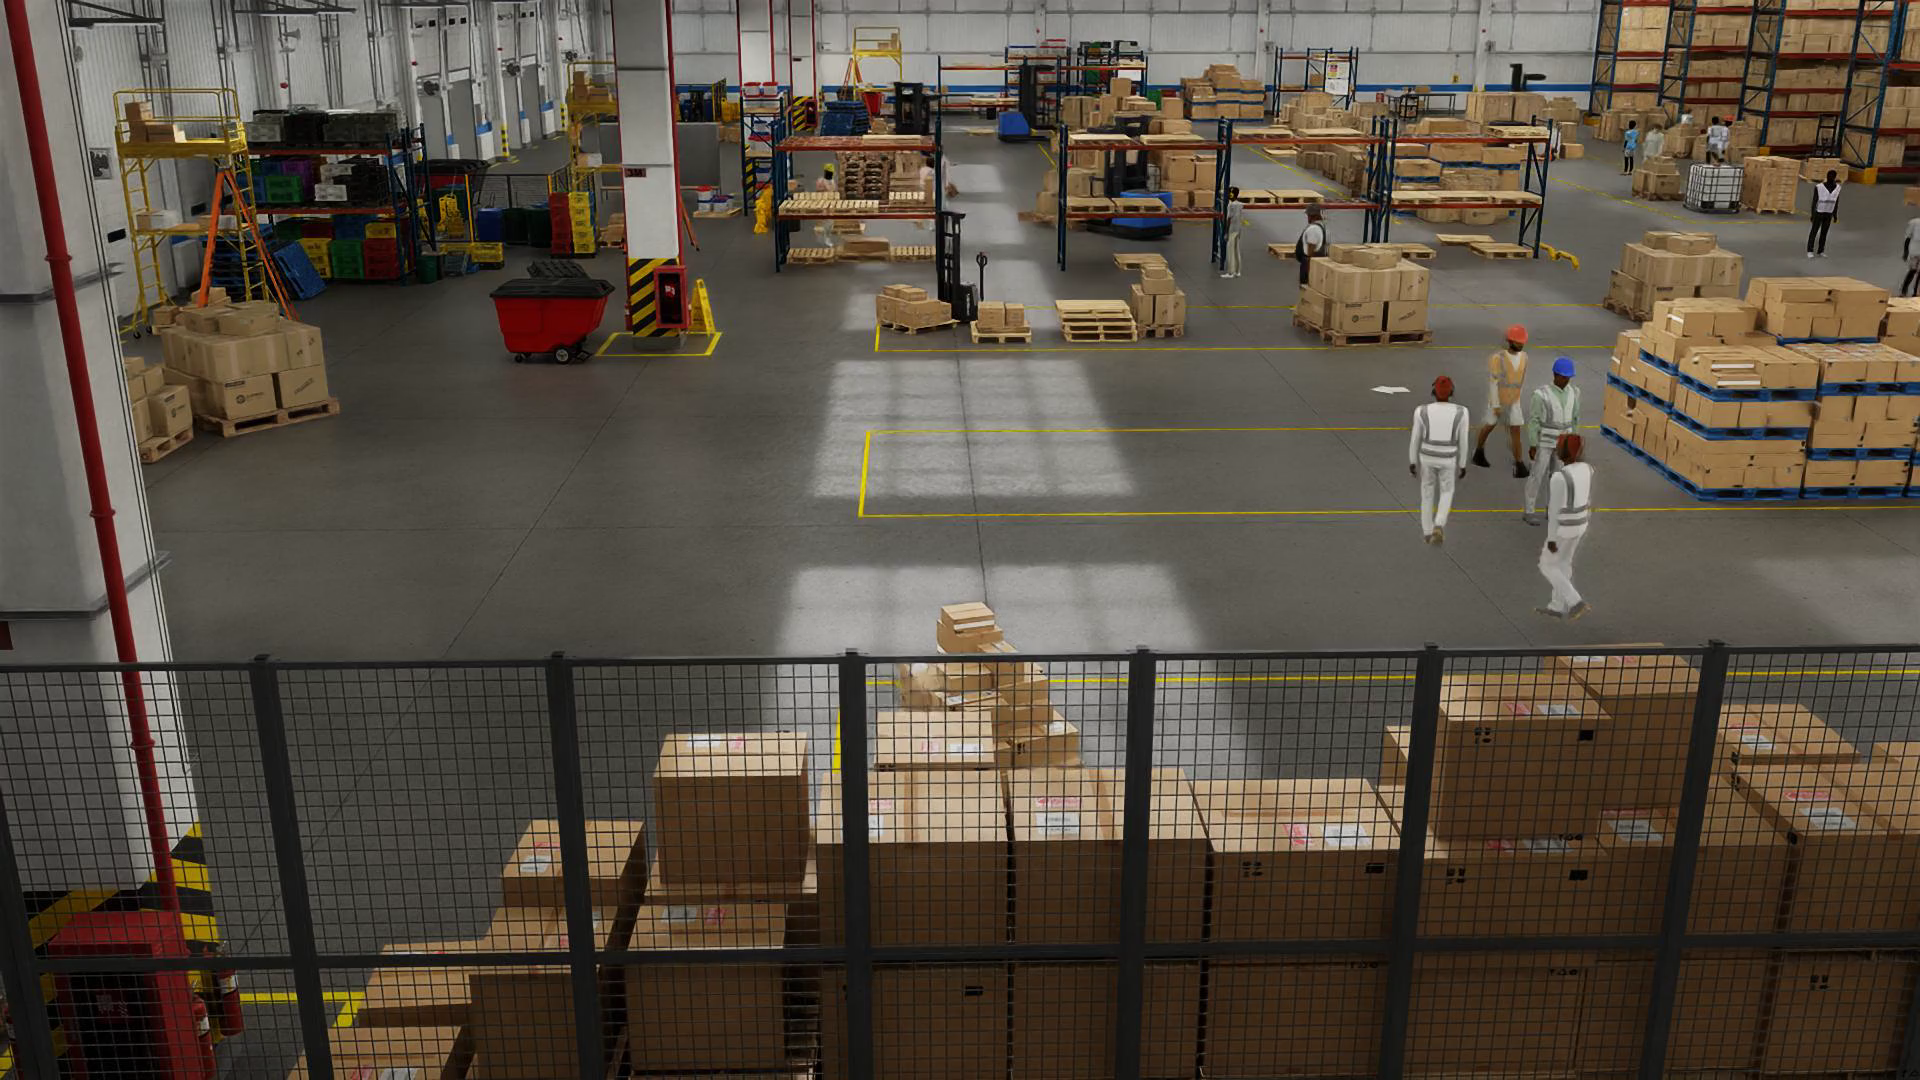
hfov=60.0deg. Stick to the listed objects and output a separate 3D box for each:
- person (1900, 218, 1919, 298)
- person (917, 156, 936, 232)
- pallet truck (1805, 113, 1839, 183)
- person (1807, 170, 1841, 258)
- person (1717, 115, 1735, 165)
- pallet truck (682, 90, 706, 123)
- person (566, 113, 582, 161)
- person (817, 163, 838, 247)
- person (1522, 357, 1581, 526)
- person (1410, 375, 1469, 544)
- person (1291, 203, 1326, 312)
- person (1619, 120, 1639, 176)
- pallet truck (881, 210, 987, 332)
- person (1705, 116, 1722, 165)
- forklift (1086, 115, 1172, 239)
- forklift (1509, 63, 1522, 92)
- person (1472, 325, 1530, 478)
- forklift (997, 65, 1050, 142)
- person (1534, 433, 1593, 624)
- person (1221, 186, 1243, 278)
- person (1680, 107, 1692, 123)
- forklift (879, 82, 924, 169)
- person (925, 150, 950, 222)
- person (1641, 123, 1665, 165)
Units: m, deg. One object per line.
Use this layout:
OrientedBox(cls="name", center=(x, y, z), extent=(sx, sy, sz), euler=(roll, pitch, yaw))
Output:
OrientedBox(cls="person", center=(18.203, -5.446, 31.453), extent=(0.407, 1.949, 0.624), euler=(-12, 22, -31))
OrientedBox(cls="person", center=(-0.744, -8.377, 40.335), extent=(0.485, 1.830, 0.648), euler=(-14, 23, -36))
OrientedBox(cls="pallet truck", center=(26.403, -11.957, 50.702), extent=(0.823, 1.965, 1.885), euler=(6, 19, 16))
OrientedBox(cls="person", center=(19.081, -7.206, 36.741), extent=(0.587, 1.914, 0.390), euler=(0, 19, -1))
OrientedBox(cls="person", center=(23.552, -12.102, 51.250), extent=(0.388, 1.930, 0.540), euler=(9, 20, 24))
OrientedBox(cls="pallet truck", center=(-9.671, -15.907, 62.421), extent=(0.823, 1.965, 1.885), euler=(5, 19, 15))
OrientedBox(cls="person", center=(-12.853, -13.375, 55.400), extent=(0.543, 1.687, 0.367), euler=(4, 19, 12))
OrientedBox(cls="person", center=(-2.987, -7.675, 38.164), extent=(0.562, 1.894, 0.581), euler=(10, 21, 28))
OrientedBox(cls="person", center=(6.622, -1.100, 18.594), extent=(0.602, 1.939, 0.417), euler=(-5, 19, -15))
OrientedBox(cls="person", center=(5.158, -0.857, 17.965), extent=(0.609, 1.873, 0.406), euler=(5, 19, 15))
OrientedBox(cls="person", center=(6.527, -5.200, 30.591), extent=(0.736, 2.000, 0.695), euler=(9, 21, 25))
OrientedBox(cls="person", center=(21.010, -12.302, 52.192), extent=(0.535, 1.697, 0.318), euler=(-11, 21, -29))
OrientedBox(cls="pallet truck", center=(-0.493, -4.759, 29.349), extent=(1.885, 1.965, 0.823), euler=(-13, 23, -34))
OrientedBox(cls="person", center=(24.417, -12.877, 53.907), extent=(0.548, 1.684, 0.410), euler=(-4, 19, -11))
OrientedBox(cls="forklift", center=(4.093, -8.700, 39.680), extent=(1.129, 2.768, 1.873), euler=(-15, 24, -38))
OrientedBox(cls="forklift", center=(21.238, -16.850, 63.858), extent=(1.873, 2.768, 1.129), euler=(4, 19, 13))
OrientedBox(cls="person", center=(6.767, -1.735, 20.568), extent=(0.551, 1.884, 1.053), euler=(-5, 19, -16))
OrientedBox(cls="forklift", center=(2.415, -16.503, 62.828), extent=(1.873, 2.768, 1.129), euler=(-2, 19, -7))
OrientedBox(cls="person", center=(5.766, -0.086, 15.691), extent=(0.589, 1.873, 0.543), euler=(-13, 23, -35))
OrientedBox(cls="person", center=(5.621, -6.327, 34.224), extent=(0.329, 1.861, 0.499), euler=(15, 24, 38))
OrientedBox(cls="person", center=(25.586, -14.476, 58.786), extent=(0.836, 1.603, 0.504), euler=(-3, 19, -9))
OrientedBox(cls="forklift", center=(-1.621, -13.024, 52.507), extent=(1.129, 2.768, 1.873), euler=(14, 23, 35))
OrientedBox(cls="person", center=(-0.571, -9.022, 42.171), extent=(0.653, 1.883, 1.006), euler=(8, 20, 21))
OrientedBox(cls="person", center=(20.321, -11.319, 48.979), extent=(0.348, 1.912, 0.800), euler=(-11, 21, -29))
